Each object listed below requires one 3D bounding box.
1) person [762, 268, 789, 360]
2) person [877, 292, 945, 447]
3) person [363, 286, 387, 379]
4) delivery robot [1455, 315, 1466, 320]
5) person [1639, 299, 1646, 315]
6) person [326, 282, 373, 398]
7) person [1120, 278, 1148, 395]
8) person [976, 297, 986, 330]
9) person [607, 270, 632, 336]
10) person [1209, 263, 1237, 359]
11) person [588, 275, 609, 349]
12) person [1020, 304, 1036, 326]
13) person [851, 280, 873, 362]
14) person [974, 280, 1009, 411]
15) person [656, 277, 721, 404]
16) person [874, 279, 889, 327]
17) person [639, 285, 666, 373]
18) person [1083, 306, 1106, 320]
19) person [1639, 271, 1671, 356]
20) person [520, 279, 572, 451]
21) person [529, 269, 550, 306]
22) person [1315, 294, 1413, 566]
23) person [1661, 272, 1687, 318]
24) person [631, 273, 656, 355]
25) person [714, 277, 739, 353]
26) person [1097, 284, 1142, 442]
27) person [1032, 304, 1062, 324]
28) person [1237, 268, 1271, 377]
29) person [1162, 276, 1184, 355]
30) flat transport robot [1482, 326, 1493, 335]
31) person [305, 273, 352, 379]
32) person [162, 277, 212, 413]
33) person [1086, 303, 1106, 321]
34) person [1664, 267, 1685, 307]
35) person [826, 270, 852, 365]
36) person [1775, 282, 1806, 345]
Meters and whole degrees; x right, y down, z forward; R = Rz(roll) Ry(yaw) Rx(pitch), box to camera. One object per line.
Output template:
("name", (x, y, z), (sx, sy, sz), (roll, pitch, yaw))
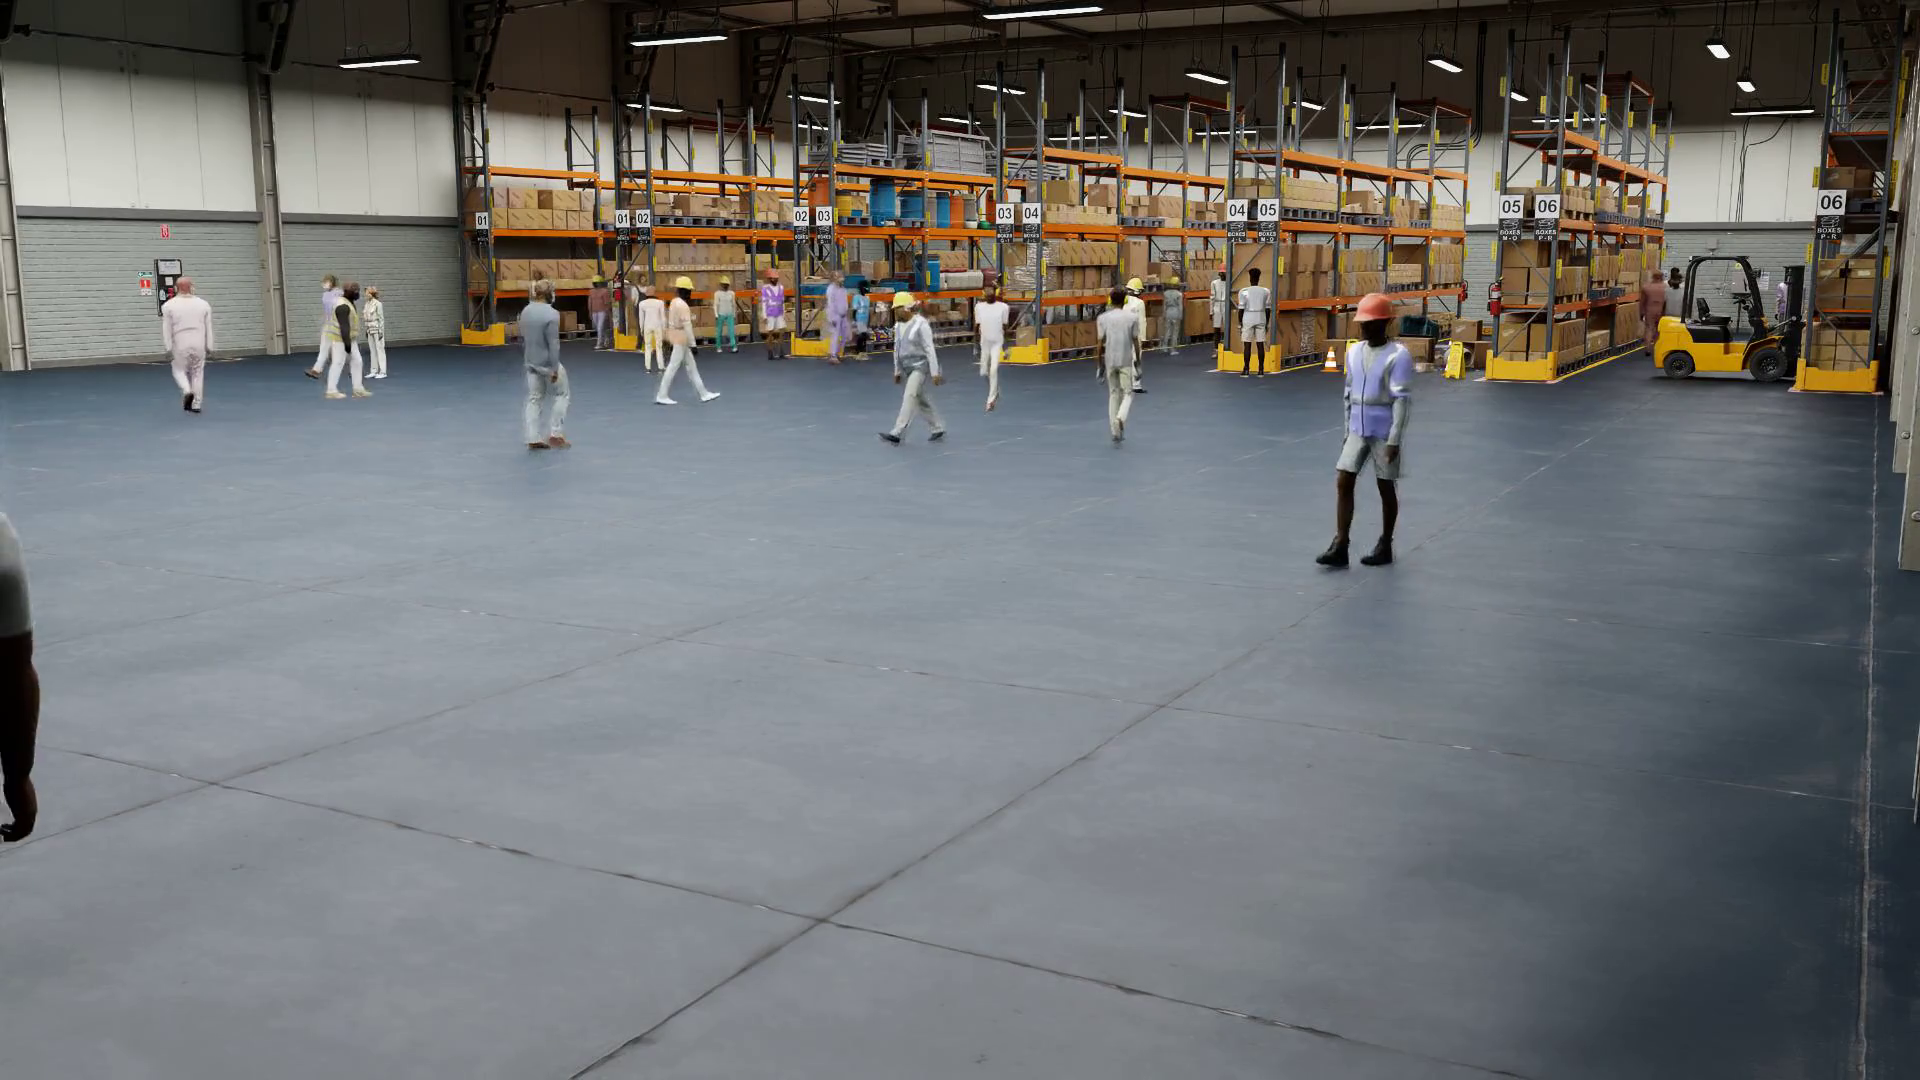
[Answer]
("person", (-3.839, -4.704, 34.754), (0.568, 1.908, 0.752), (-7, 12, -34))
("person", (-0.523, -1.964, 19.146), (0.959, 1.765, 0.645), (-6, 12, -33))
("person", (-10.424, -3.692, 29.625), (0.515, 1.641, 0.314), (8, 13, 41))
("delivery robot", (13.624, -5.937, 45.670), (0.707, 0.478, 0.477), (-2, 10, -10))
("person", (18.127, -6.218, 43.711), (0.541, 1.877, 0.973), (-9, 13, -42))
("person", (-9.373, -3.045, 25.444), (0.781, 1.782, 0.655), (-1, 10, -7))
("person", (2.732, -3.205, 26.217), (0.404, 1.828, 0.602), (-7, 12, -37))
("person", (0.748, -6.795, 47.273), (0.636, 1.827, 0.660), (8, 13, 40))
("person", (-8.489, -5.843, 41.632), (0.621, 1.845, 0.429), (1, 10, 6))
("person", (5.560, -4.825, 35.128), (0.608, 2.036, 0.397), (5, 11, 28))
("person", (-8.482, -5.376, 39.191), (0.529, 1.749, 0.648), (3, 10, 20))
("person", (1.685, -5.419, 39.812), (0.523, 1.600, 0.752), (8, 13, 40))
("person", (-1.937, -4.496, 34.223), (0.700, 1.667, 0.553), (5, 11, 29))
("person", (0.460, -2.761, 23.590), (0.512, 1.851, 0.705), (3, 10, 16))
("person", (-4.041, -2.926, 24.458), (1.005, 1.868, 0.615), (-3, 10, -20))
("person", (-1.964, -5.748, 41.721), (0.526, 1.614, 0.688), (6, 11, 31))
("person", (-5.726, -3.926, 31.010), (0.497, 1.634, 0.279), (0, 10, 2))
("person", (3.584, -6.489, 45.081), (0.656, 1.952, 0.918), (4, 11, 23))
("person", (15.167, -4.940, 36.284), (0.656, 1.867, 0.969), (5, 11, 27))
("person", (-4.631, -1.953, 18.650), (0.642, 1.919, 0.625), (6, 12, 33))
("person", (-10.005, -5.471, 39.350), (0.613, 1.871, 0.649), (3, 10, 16))
("person", (2.796, -0.739, 11.540), (0.809, 1.908, 0.579), (-8, 13, -40))
("person", (14.295, -4.438, 33.390), (0.541, 1.843, 0.634), (8, 13, 41))
("person", (-6.959, -4.980, 36.716), (0.532, 1.791, 0.953), (-9, 13, -43))
("person", (-5.269, -5.042, 37.310), (0.551, 1.714, 0.930), (-5, 11, -29))
("person", (1.843, -2.035, 19.302), (0.536, 1.855, 0.581), (3, 10, 17))
("person", (1.967, -5.204, 37.628), (0.685, 1.927, 0.490), (1, 10, 6))
("person", (5.276, -3.897, 29.872), (0.606, 1.966, 0.367), (-1, 10, -6))
("person", (4.708, -4.943, 36.688), (0.505, 1.728, 0.387), (7, 12, 35))
("flat transport robot", (14.393, -5.784, 45.879), (0.652, 0.197, 1.431), (1, 10, 6))
("person", (-11.176, -3.807, 29.657), (0.616, 1.875, 1.022), (7, 12, 34))
("person", (-10.663, -2.687, 23.012), (0.648, 1.891, 0.514), (-8, 12, -38))
("person", (3.310, -5.740, 40.438), (0.615, 2.041, 0.386), (9, 13, 43))
("person", (16.373, -5.302, 38.229), (0.592, 1.922, 0.392), (6, 11, 32))
("person", (-2.433, -4.466, 33.445), (0.435, 1.892, 0.650), (5, 11, 29))
("person", (18.426, -5.078, 36.935), (0.585, 1.920, 0.392), (5, 11, 27))
